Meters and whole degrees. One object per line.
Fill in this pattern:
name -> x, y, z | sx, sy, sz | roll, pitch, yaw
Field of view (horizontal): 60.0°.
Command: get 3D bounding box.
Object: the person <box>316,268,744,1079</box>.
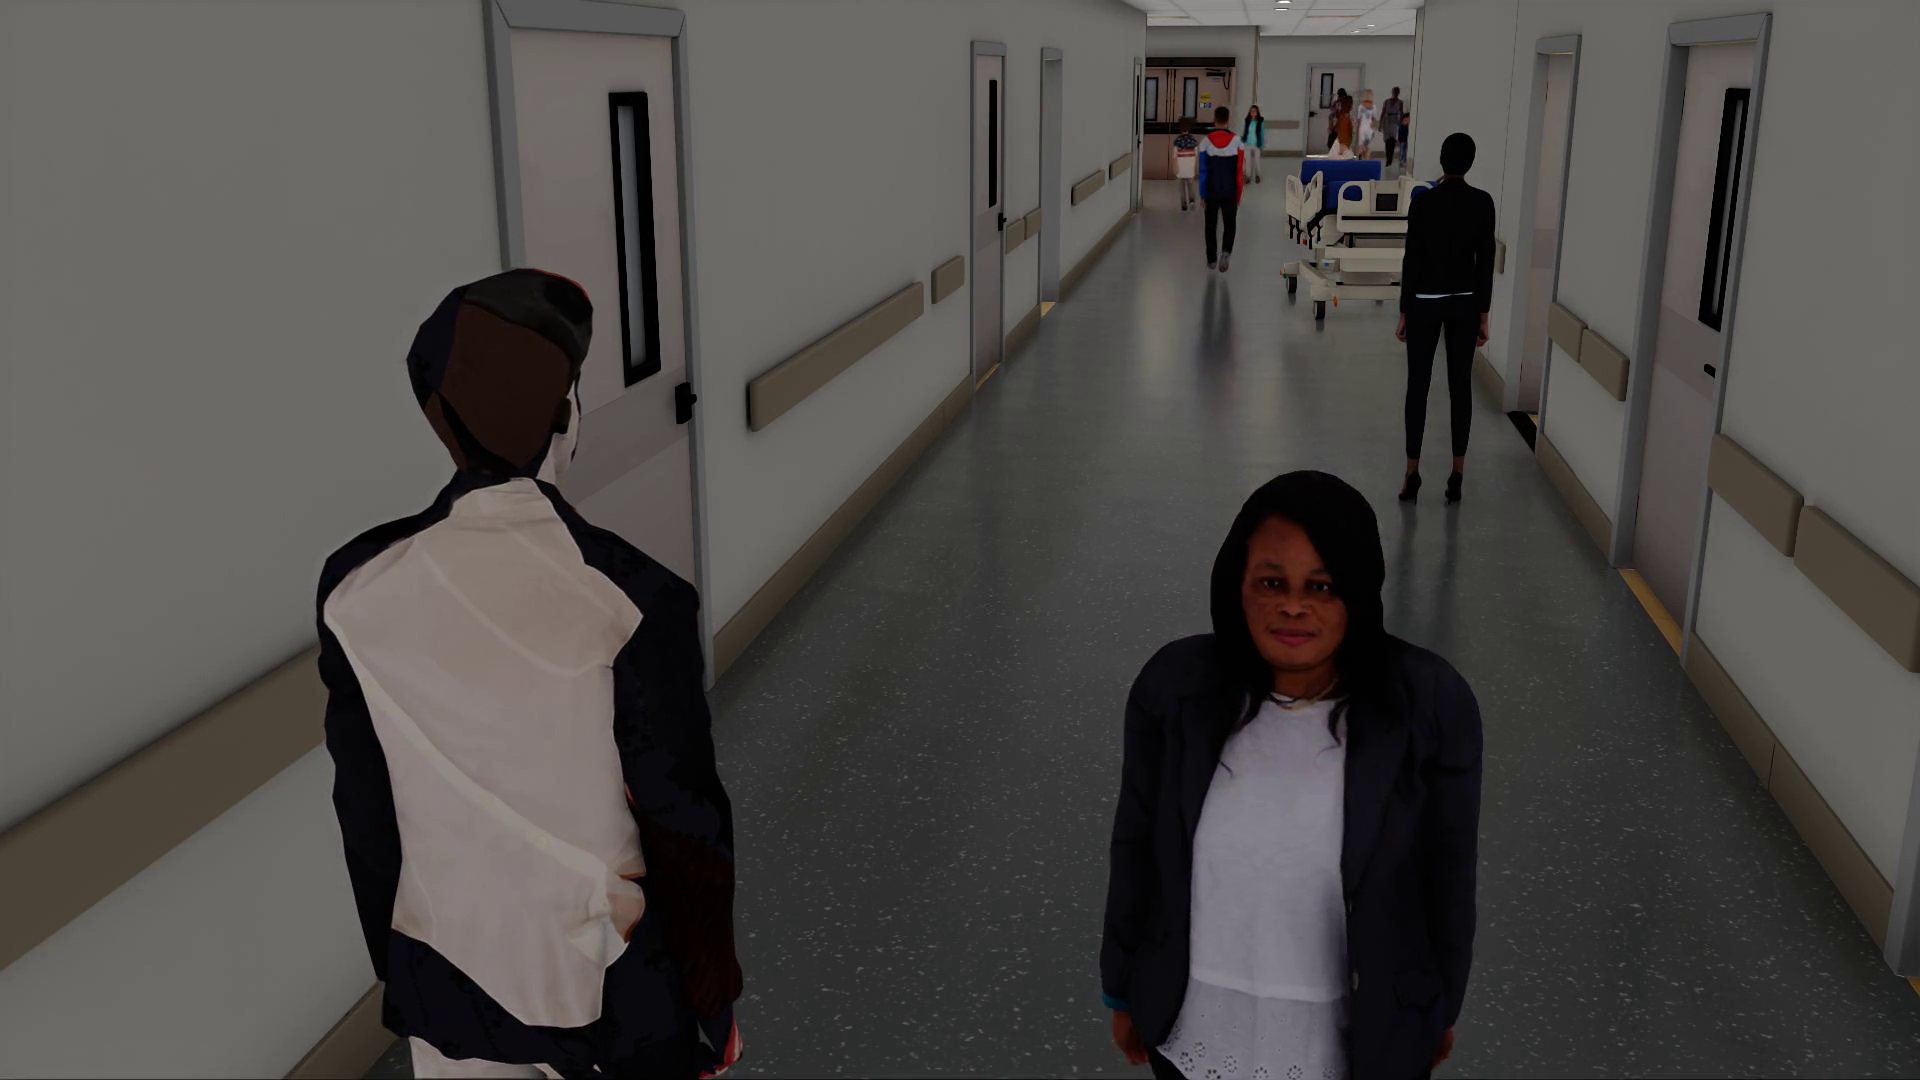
person -> -0.548, 0.594, 2.202 | 0.501, 1.893, 0.724 | 3, 16, 9

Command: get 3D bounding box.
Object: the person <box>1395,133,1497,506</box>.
person -> 2.406, -1.091, 8.286 | 0.458, 1.834, 0.672 | 2, 16, 7

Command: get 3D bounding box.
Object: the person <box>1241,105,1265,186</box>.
person -> 5.660, -7.622, 32.081 | 0.687, 1.493, 0.736 | 8, 17, 25

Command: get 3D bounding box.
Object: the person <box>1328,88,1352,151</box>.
person -> 8.494, -9.201, 37.219 | 1.011, 1.743, 1.044 | -8, 17, -25

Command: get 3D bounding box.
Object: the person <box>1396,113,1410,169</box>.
person -> 9.980, -8.921, 37.252 | 0.799, 1.188, 0.663 | 5, 17, 18

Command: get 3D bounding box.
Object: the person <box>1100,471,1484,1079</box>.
person -> 0.500, 0.672, 2.498 | 0.717, 1.581, 0.798 | 6, 17, 19

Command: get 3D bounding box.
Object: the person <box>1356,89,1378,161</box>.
person -> 8.898, -8.964, 36.402 | 0.872, 1.731, 0.712 | 5, 17, 19

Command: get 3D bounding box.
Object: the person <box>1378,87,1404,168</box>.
person -> 9.820, -9.389, 37.836 | 0.729, 1.771, 0.797 | 8, 18, 26

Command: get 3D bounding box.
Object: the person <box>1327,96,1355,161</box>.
person -> 6.510, -6.777, 28.749 | 1.139, 1.675, 0.783 | 0, 16, -2

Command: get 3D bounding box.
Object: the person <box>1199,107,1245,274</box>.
person -> 2.798, -3.712, 17.773 | 1.051, 1.731, 0.737 | 2, 16, 6

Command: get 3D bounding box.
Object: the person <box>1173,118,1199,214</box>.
person -> 3.475, -5.758, 25.585 | 0.589, 1.429, 0.672 | 0, 16, -1
